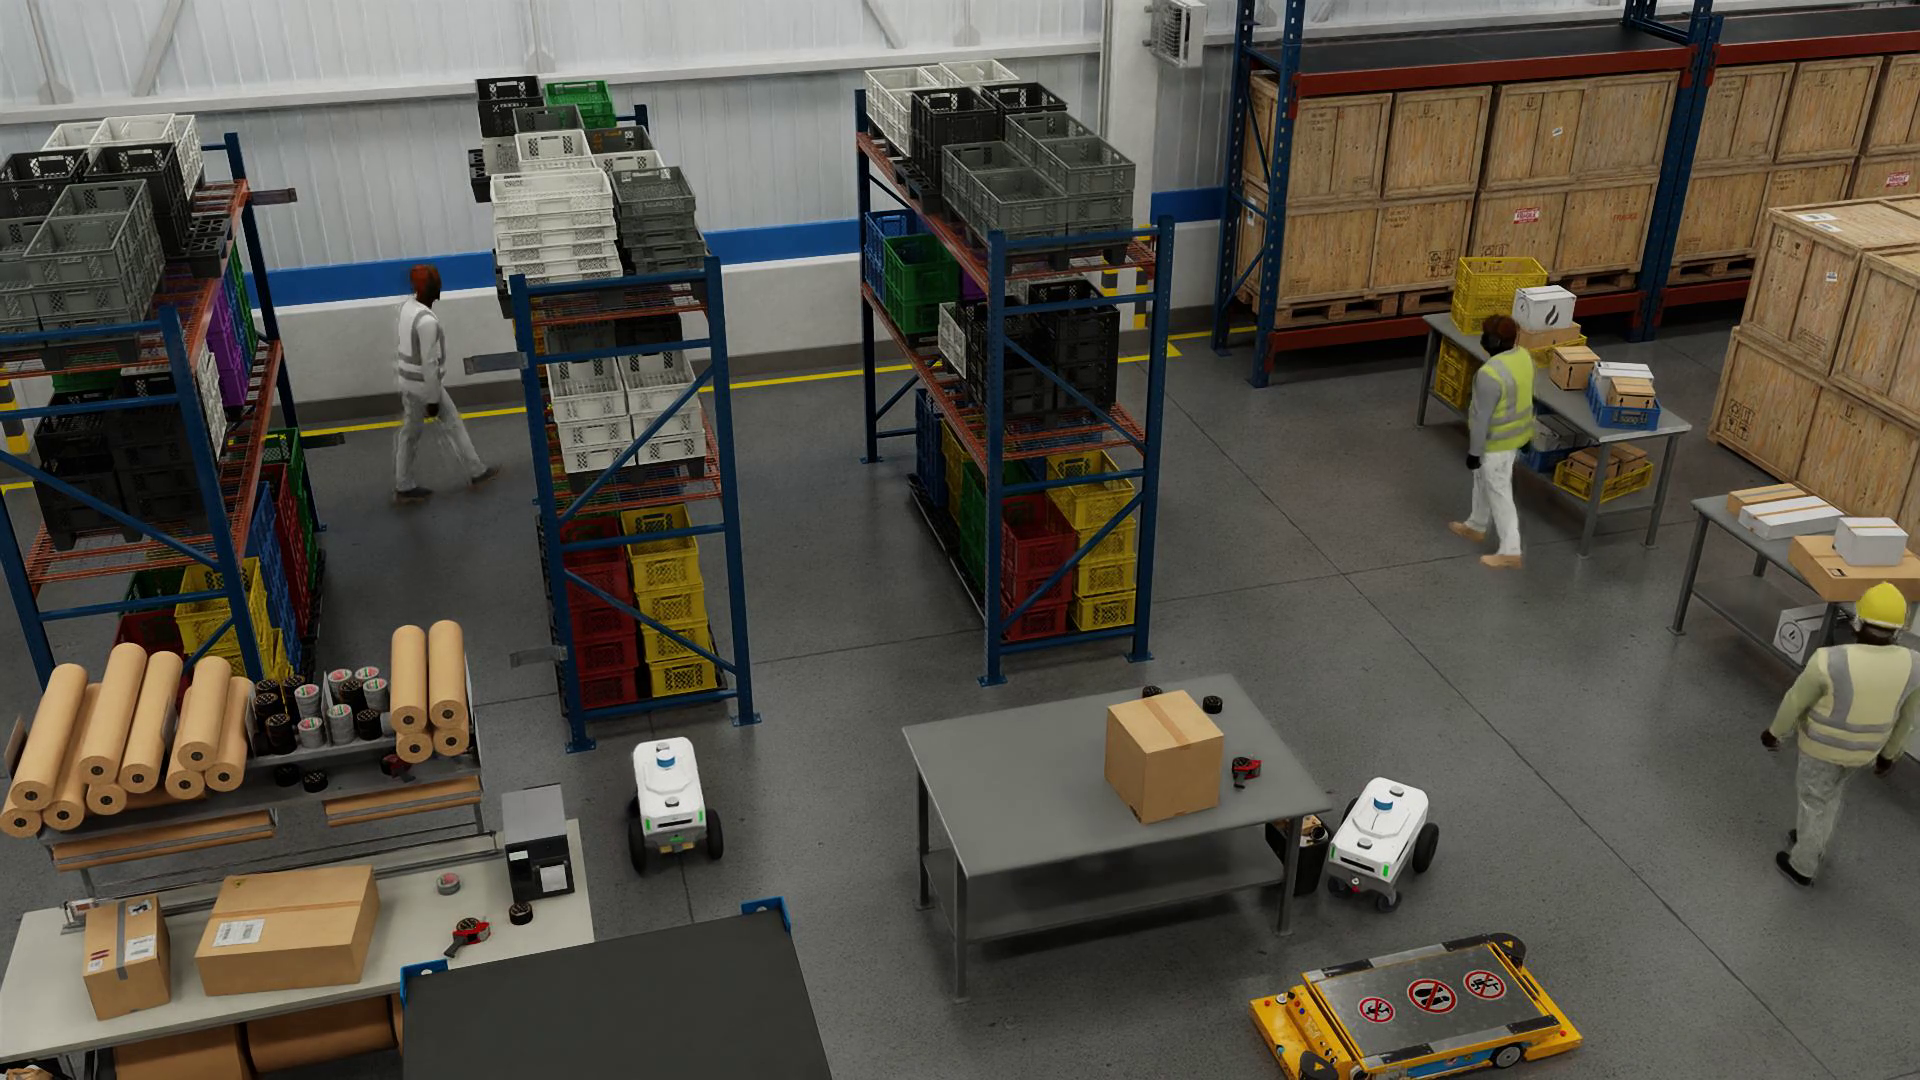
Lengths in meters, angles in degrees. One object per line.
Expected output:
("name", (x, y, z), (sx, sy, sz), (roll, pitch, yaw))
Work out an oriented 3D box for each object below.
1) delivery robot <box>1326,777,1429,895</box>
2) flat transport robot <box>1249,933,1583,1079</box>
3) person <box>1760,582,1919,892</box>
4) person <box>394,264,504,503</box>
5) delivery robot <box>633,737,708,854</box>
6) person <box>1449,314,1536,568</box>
("delivery robot", (2.240, 1.567, 8.895), (0.477, 0.478, 0.707), (16, 33, 27))
("flat transport robot", (2.184, 2.282, 7.980), (1.431, 0.197, 0.652), (-8, 30, -14))
("person", (4.557, 0.992, 8.734), (0.610, 1.817, 0.599), (-2, 29, -3))
("person", (-4.018, -1.193, 12.679), (0.935, 1.834, 0.583), (-22, 36, -34))
("delivery robot", (-1.615, 1.383, 9.230), (0.477, 0.478, 0.707), (-7, 29, -12))
("person", (3.897, -0.703, 11.859), (0.687, 1.795, 0.640), (23, 36, 35))
